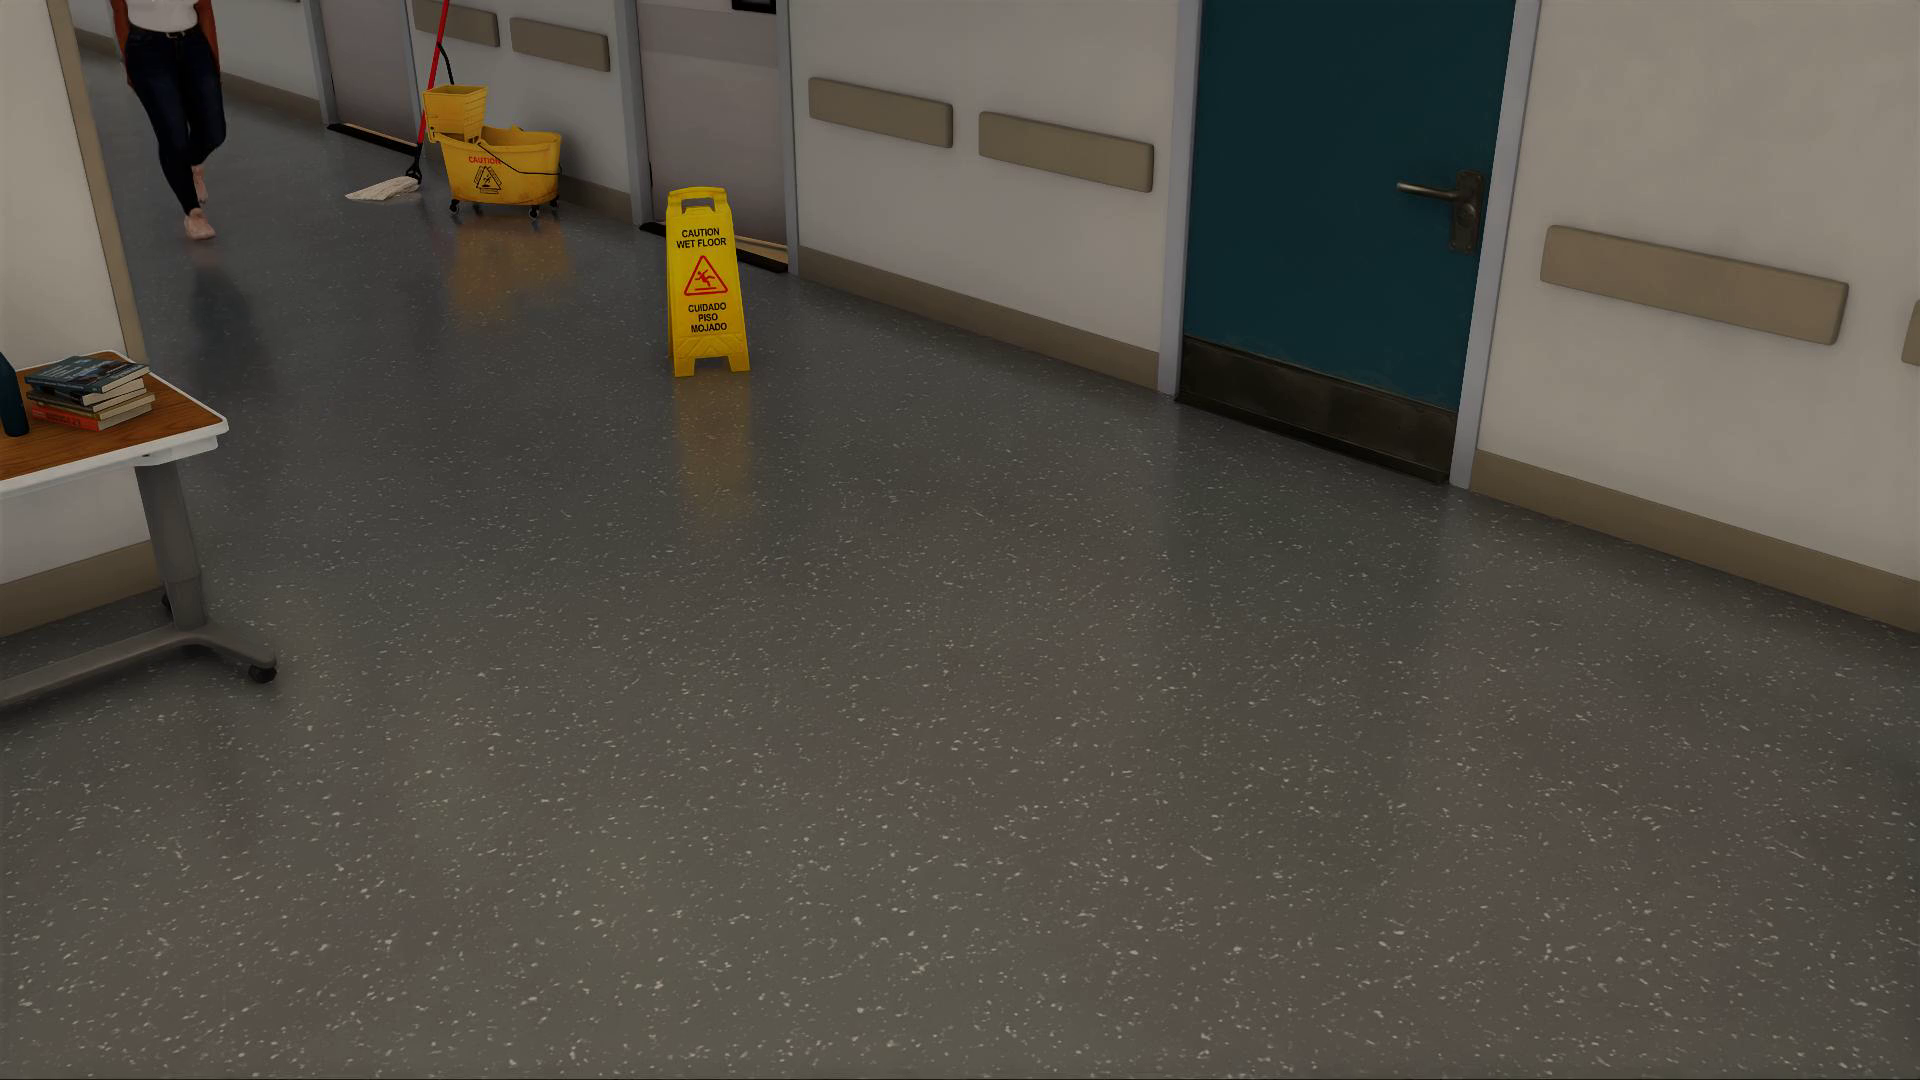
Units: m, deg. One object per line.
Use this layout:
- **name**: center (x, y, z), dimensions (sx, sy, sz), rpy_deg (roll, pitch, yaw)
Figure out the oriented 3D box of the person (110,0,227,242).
- **person**: center (-4.134, -2.485, 8.646), dimensions (0.706, 1.792, 1.001), rpy_deg (-19, 31, -34)
